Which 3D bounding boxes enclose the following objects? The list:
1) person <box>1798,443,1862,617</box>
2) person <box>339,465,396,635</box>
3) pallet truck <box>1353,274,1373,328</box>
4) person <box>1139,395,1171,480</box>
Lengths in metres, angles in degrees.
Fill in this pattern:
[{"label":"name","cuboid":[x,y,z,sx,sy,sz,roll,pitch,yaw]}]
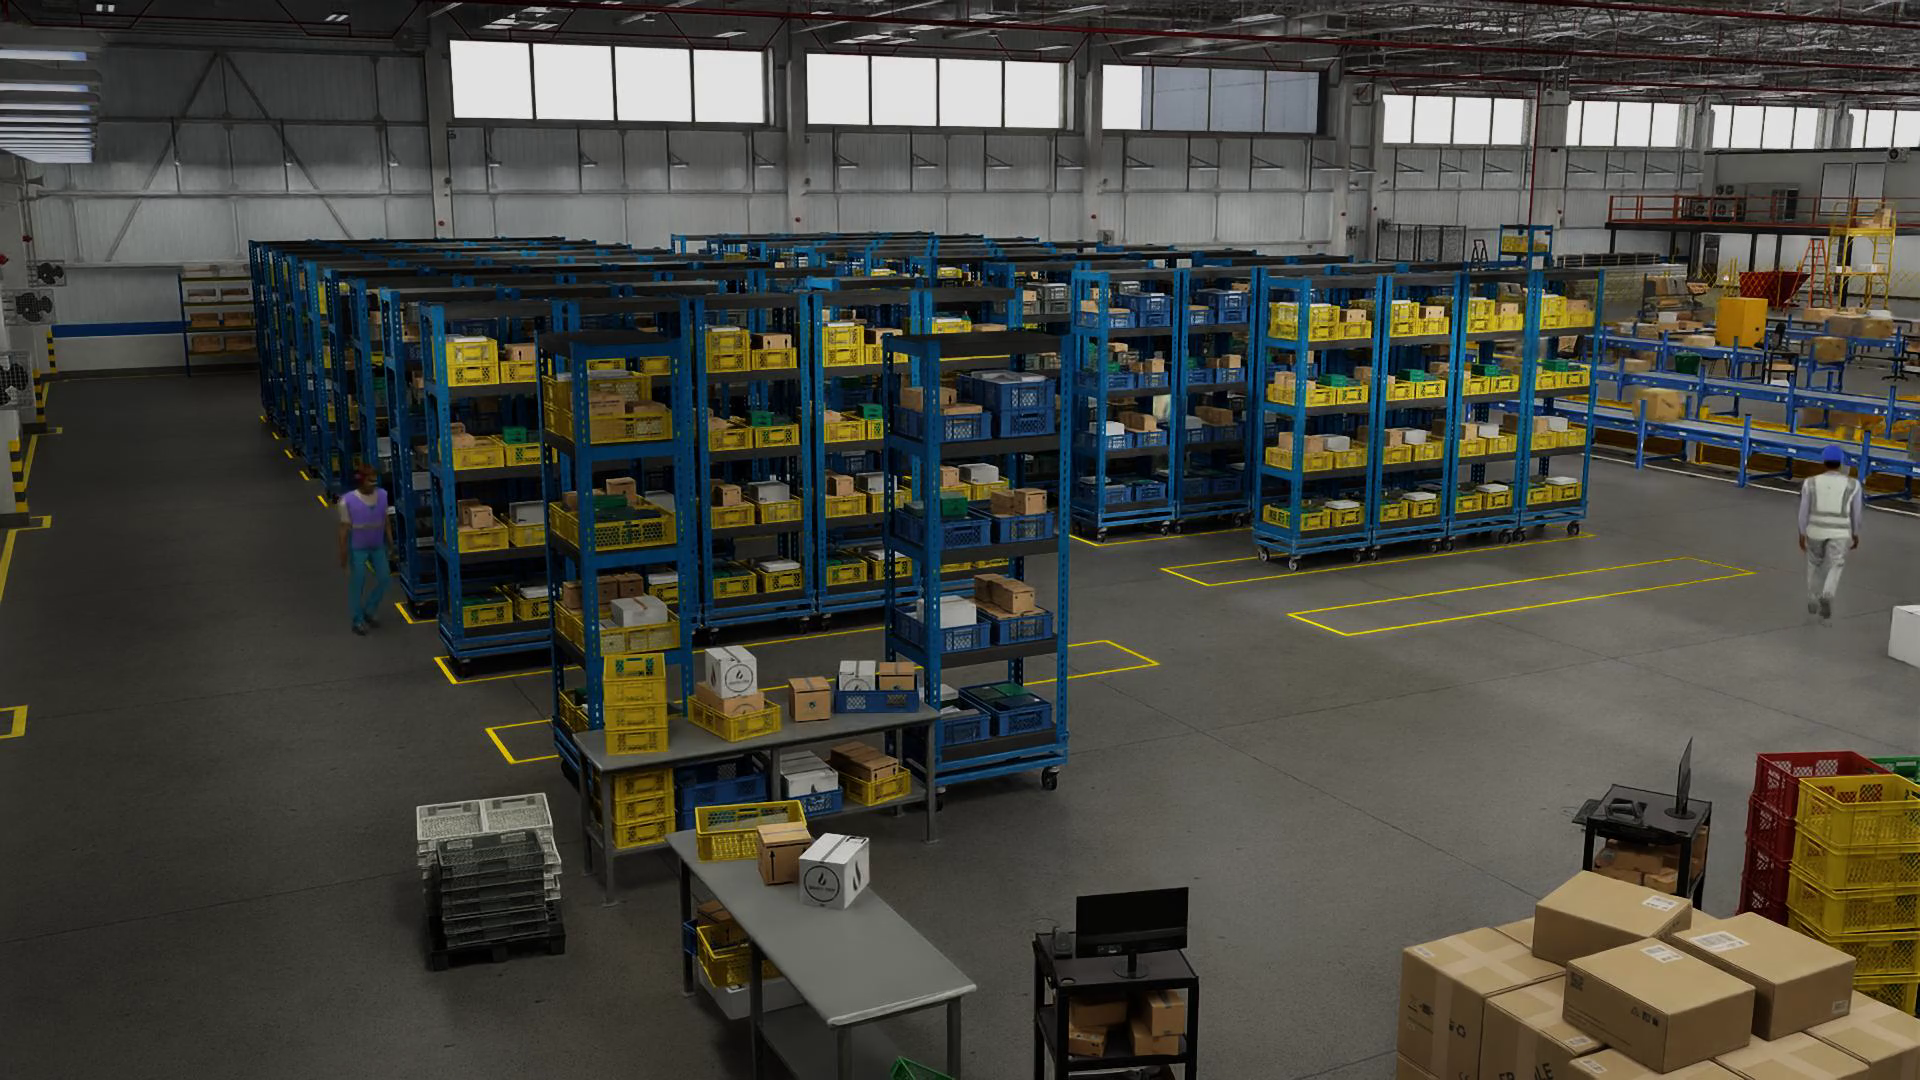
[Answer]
[{"label":"person","cuboid":[9.478,-0.088,18.171,0.622,1.923,0.705,8,14,32]},{"label":"person","cuboid":[-6.261,0.100,17.555,0.471,1.811,0.708,9,15,35]},{"label":"pallet truck","cuboid":[13.011,-8.050,55.243,0.823,1.965,1.885,-7,14,-28]},{"label":"person","cuboid":[3.044,-1.710,26.082,0.615,1.786,0.816,3,13,15]}]
